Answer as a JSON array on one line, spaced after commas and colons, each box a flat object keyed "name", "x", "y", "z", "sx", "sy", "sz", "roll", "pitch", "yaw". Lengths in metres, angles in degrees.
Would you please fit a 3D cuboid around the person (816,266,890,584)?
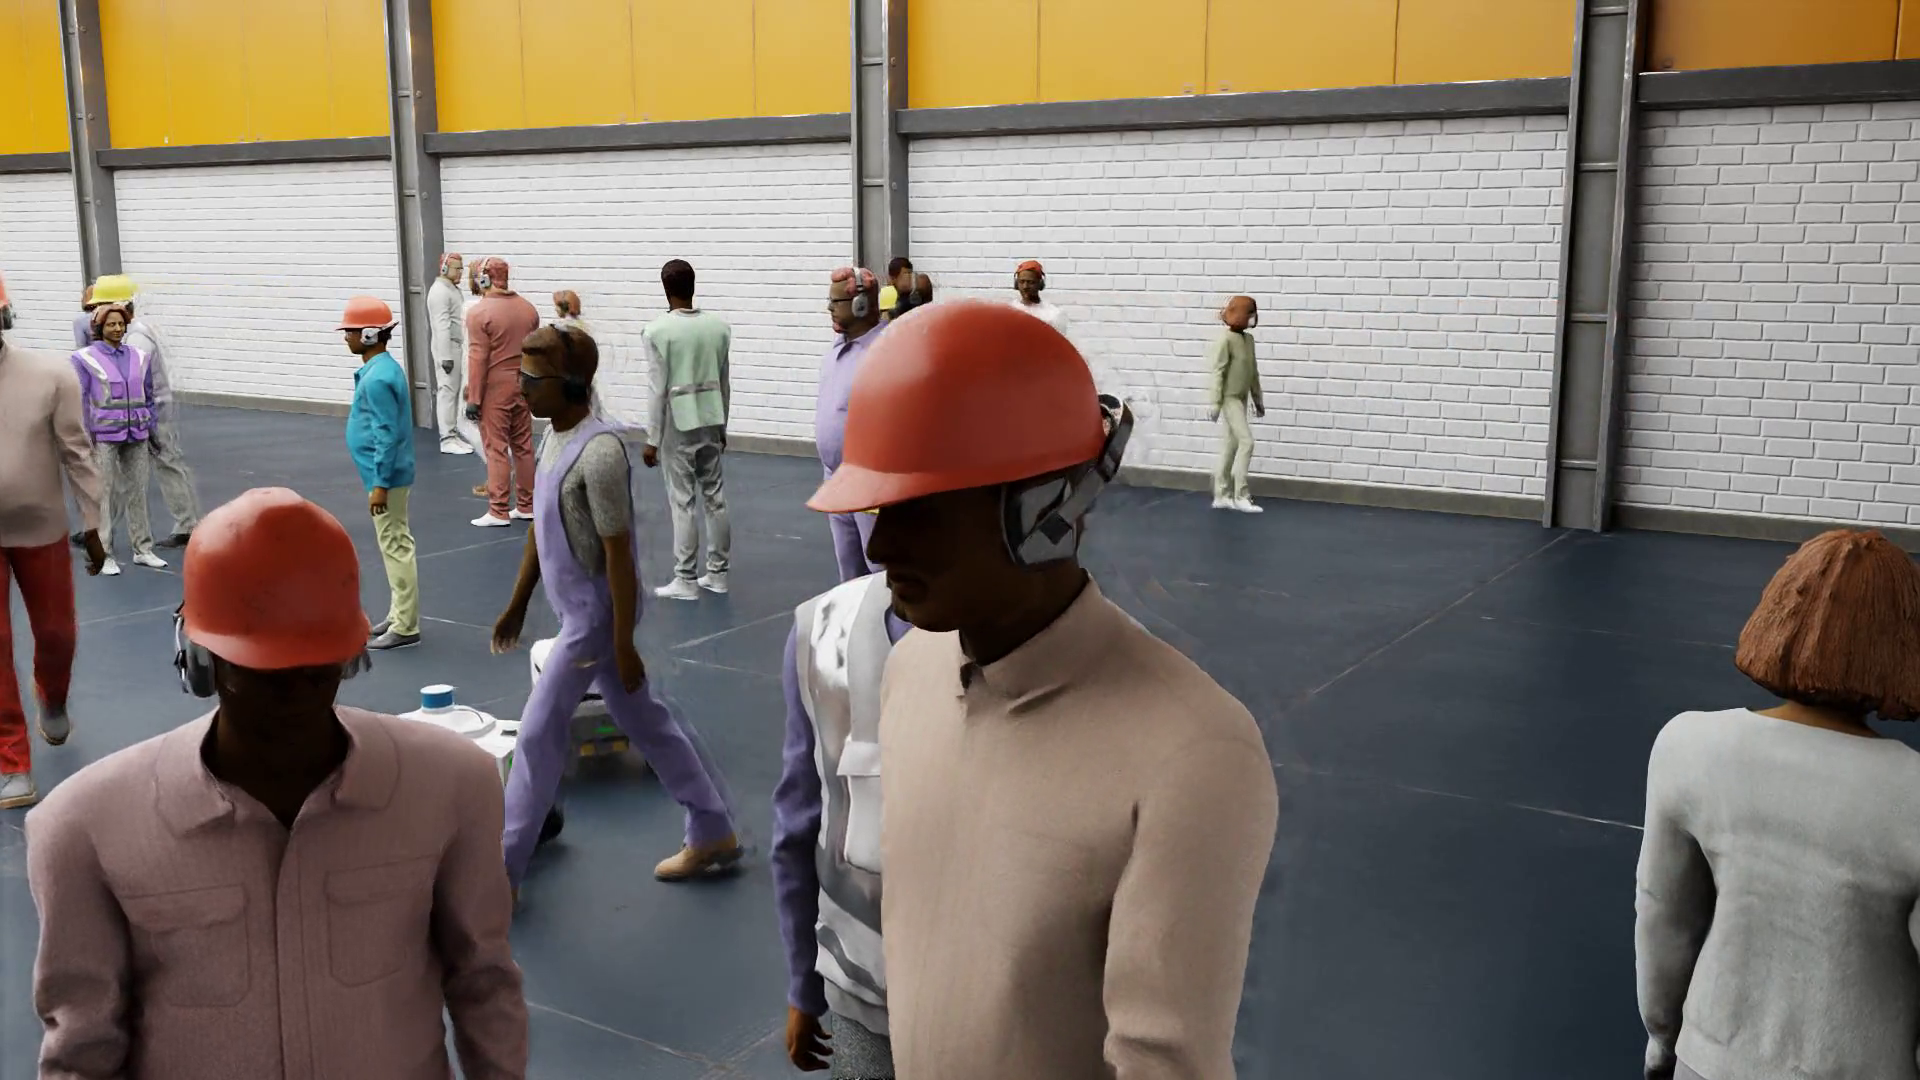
[{"name": "person", "x": -0.454, "y": -0.270, "z": 7.505, "sx": 0.400, "sy": 1.905, "sz": 0.645, "roll": -7, "pitch": 12, "yaw": -34}]

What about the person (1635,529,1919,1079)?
[{"name": "person", "x": 1.197, "y": 0.792, "z": 2.370, "sx": 0.280, "sy": 1.634, "sz": 0.498, "roll": -8, "pitch": 13, "yaw": -36}]

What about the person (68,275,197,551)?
[{"name": "person", "x": -5.383, "y": -0.788, "z": 10.682, "sx": 0.873, "sy": 1.786, "sz": 0.606, "roll": -9, "pitch": 14, "yaw": -41}]

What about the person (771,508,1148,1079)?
[{"name": "person", "x": 0.001, "y": 0.668, "z": 2.514, "sx": 0.592, "sy": 1.828, "sz": 0.404, "roll": 2, "pitch": 10, "yaw": 11}]

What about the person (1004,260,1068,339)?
[{"name": "person", "x": 0.517, "y": -1.119, "z": 12.291, "sx": 0.580, "sy": 1.879, "sz": 0.348, "roll": 5, "pitch": 11, "yaw": 26}]

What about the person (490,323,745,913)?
[{"name": "person", "x": -1.116, "y": 0.239, "z": 5.029, "sx": 1.000, "sy": 1.791, "sz": 0.513, "roll": -4, "pitch": 11, "yaw": -20}]

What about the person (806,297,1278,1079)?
[{"name": "person", "x": 0.034, "y": 0.737, "z": 1.762, "sx": 0.692, "sy": 1.959, "sz": 0.607, "roll": -9, "pitch": 13, "yaw": -40}]

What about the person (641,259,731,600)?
[{"name": "person", "x": -1.527, "y": -0.615, "z": 9.389, "sx": 0.398, "sy": 1.915, "sz": 0.589, "roll": 9, "pitch": 14, "yaw": 41}]

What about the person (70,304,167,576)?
[{"name": "person", "x": -5.138, "y": -0.616, "z": 10.156, "sx": 0.307, "sy": 1.641, "sz": 0.511, "roll": 6, "pitch": 12, "yaw": 32}]

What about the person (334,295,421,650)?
[{"name": "person", "x": -2.883, "y": -0.332, "z": 8.261, "sx": 0.340, "sy": 1.752, "sz": 0.564, "roll": -3, "pitch": 11, "yaw": -15}]

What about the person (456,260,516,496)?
[{"name": "person", "x": -3.725, "y": -1.259, "z": 13.073, "sx": 0.408, "sy": 1.871, "sz": 0.617, "roll": 5, "pitch": 11, "yaw": 24}]

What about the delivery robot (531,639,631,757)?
[{"name": "delivery robot", "x": -1.447, "y": 0.547, "z": 6.460, "sx": 0.477, "sy": 0.478, "sz": 0.707, "roll": -4, "pitch": 11, "yaw": -23}]

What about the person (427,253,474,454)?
[{"name": "person", "x": -4.824, "y": -1.773, "z": 15.846, "sx": 0.399, "sy": 1.902, "sz": 0.642, "roll": -1, "pitch": 10, "yaw": -8}]

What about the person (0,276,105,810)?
[{"name": "person", "x": -3.529, "y": -0.055, "z": 6.145, "sx": 0.628, "sy": 1.968, "sz": 0.792, "roll": -6, "pitch": 12, "yaw": -29}]

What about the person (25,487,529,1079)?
[{"name": "person", "x": -0.819, "y": 0.790, "z": 2.084, "sx": 0.570, "sy": 1.743, "sz": 0.350, "roll": -5, "pitch": 11, "yaw": -25}]

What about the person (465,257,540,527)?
[{"name": "person", "x": -3.266, "y": -1.045, "z": 11.798, "sx": 0.410, "sy": 1.907, "sz": 0.642, "roll": 5, "pitch": 11, "yaw": 27}]

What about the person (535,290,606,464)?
[{"name": "person", "x": -3.335, "y": -1.299, "z": 14.037, "sx": 0.891, "sy": 1.589, "sz": 0.516, "roll": 2, "pitch": 10, "yaw": 11}]

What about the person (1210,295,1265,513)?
[{"name": "person", "x": 2.128, "y": -1.000, "z": 12.342, "sx": 0.580, "sy": 1.614, "sz": 0.529, "roll": 7, "pitch": 12, "yaw": 32}]
